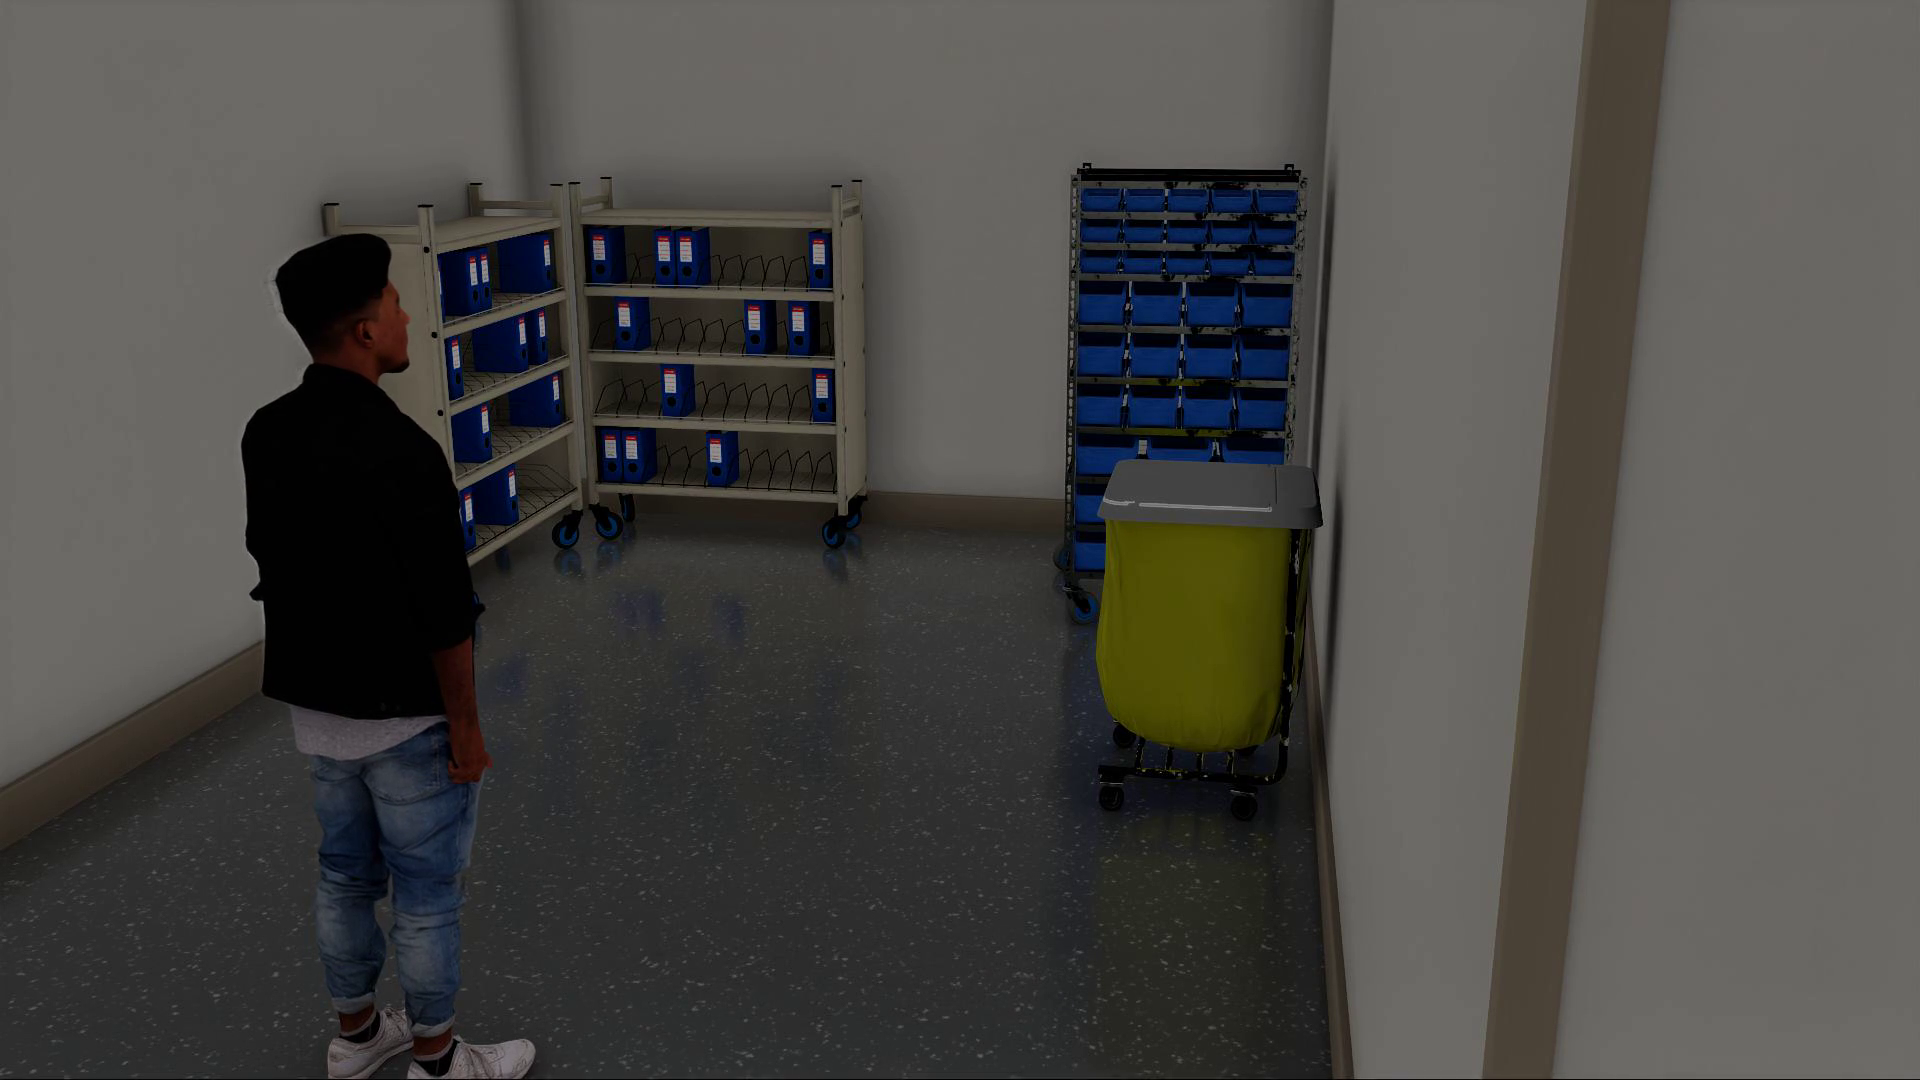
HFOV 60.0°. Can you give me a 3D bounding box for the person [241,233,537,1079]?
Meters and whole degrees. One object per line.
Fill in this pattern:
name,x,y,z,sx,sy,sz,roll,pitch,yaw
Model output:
person,-1.197,0.294,3.383,0.677,1.812,0.836,10,18,31
